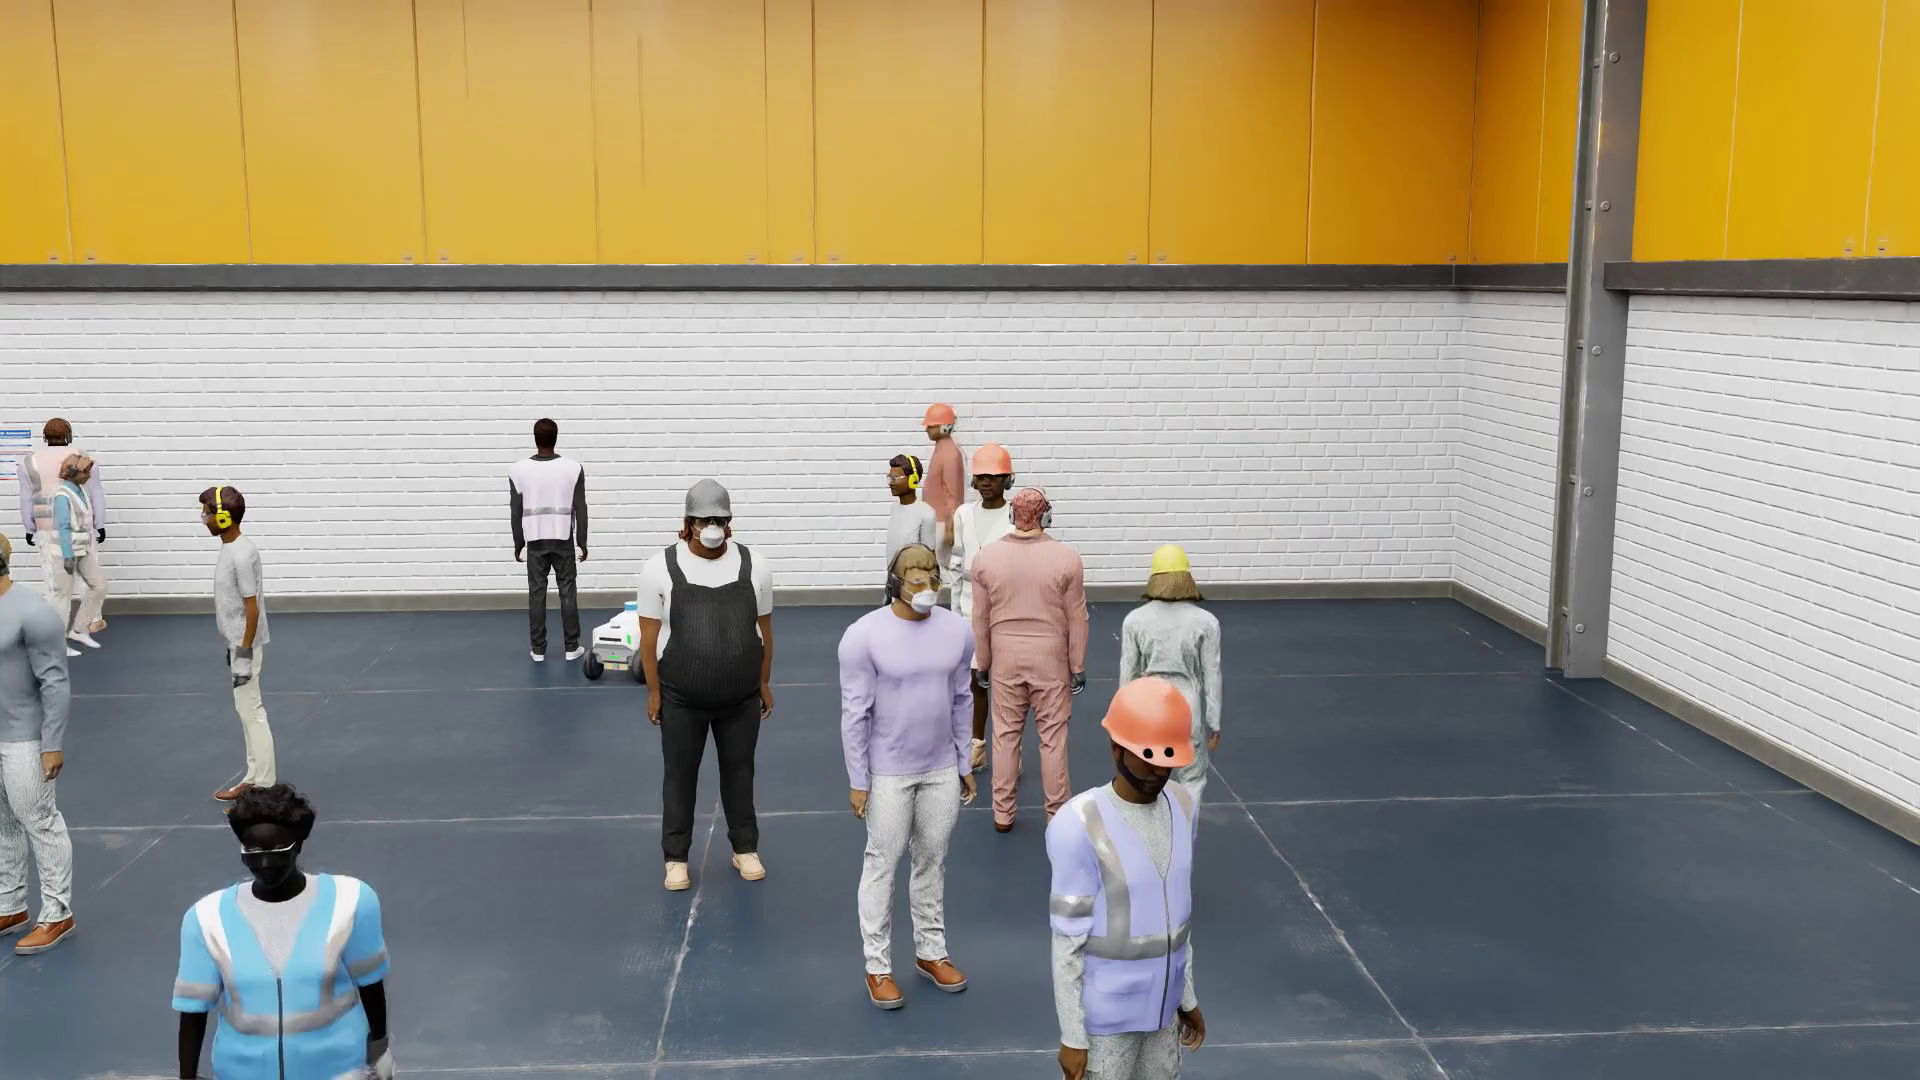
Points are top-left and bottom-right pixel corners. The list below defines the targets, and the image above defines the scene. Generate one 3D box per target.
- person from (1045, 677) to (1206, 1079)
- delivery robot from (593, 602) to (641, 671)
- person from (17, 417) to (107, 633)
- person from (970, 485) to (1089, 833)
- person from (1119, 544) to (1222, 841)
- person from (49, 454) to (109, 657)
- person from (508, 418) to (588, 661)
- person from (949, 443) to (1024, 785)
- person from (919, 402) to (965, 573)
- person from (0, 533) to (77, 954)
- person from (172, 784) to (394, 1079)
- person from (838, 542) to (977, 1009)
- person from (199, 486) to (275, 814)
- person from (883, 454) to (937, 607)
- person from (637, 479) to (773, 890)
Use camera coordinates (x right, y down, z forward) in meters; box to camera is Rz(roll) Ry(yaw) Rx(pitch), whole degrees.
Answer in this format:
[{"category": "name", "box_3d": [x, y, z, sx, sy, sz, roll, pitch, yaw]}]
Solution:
[{"category": "person", "box_3d": [0.498, 1.327, 4.737, 0.542, 1.929, 0.374, -8, 12, -39]}, {"category": "delivery robot", "box_3d": [-2.484, 0.711, 12.611, 0.477, 0.478, 0.707, 3, 9, 16]}, {"category": "person", "box_3d": [-7.566, -0.115, 14.065, 0.634, 1.841, 0.429, -4, 10, -22]}, {"category": "person", "box_3d": [0.386, 0.654, 9.025, 0.639, 1.910, 0.406, 2, 9, 14]}, {"category": "person", "box_3d": [1.026, 0.882, 8.199, 0.517, 1.713, 0.476, 3, 9, 16]}, {"category": "person", "box_3d": [-7.096, 0.119, 13.292, 0.461, 1.614, 0.626, -2, 9, -10]}, {"category": "person", "box_3d": [-3.222, 0.001, 13.084, 0.594, 1.921, 0.388, -1, 9, -9]}, {"category": "person", "box_3d": [0.185, 0.441, 9.927, 0.608, 2.048, 0.366, 6, 11, 34]}, {"category": "person", "box_3d": [-0.083, -0.199, 14.192, 0.898, 1.969, 0.614, 0, 9, -3]}, {"category": "person", "box_3d": [-4.270, 0.888, 7.460, 0.634, 1.938, 0.355, 3, 10, 19]}, {"category": "person", "box_3d": [-1.856, 1.488, 4.558, 0.552, 1.646, 0.868, -2, 9, -12]}, {"category": "person", "box_3d": [-0.200, 0.966, 6.969, 0.632, 1.940, 0.372, -6, 11, -32]}, {"category": "person", "box_3d": [-4.083, 0.616, 9.409, 0.329, 1.865, 0.518, -5, 10, -28]}, {"category": "person", "box_3d": [-0.351, 0.365, 10.968, 0.326, 1.869, 0.519, -6, 11, -34]}, {"category": "person", "box_3d": [-1.227, 0.711, 8.253, 0.682, 2.000, 0.537, -3, 10, -20]}]
